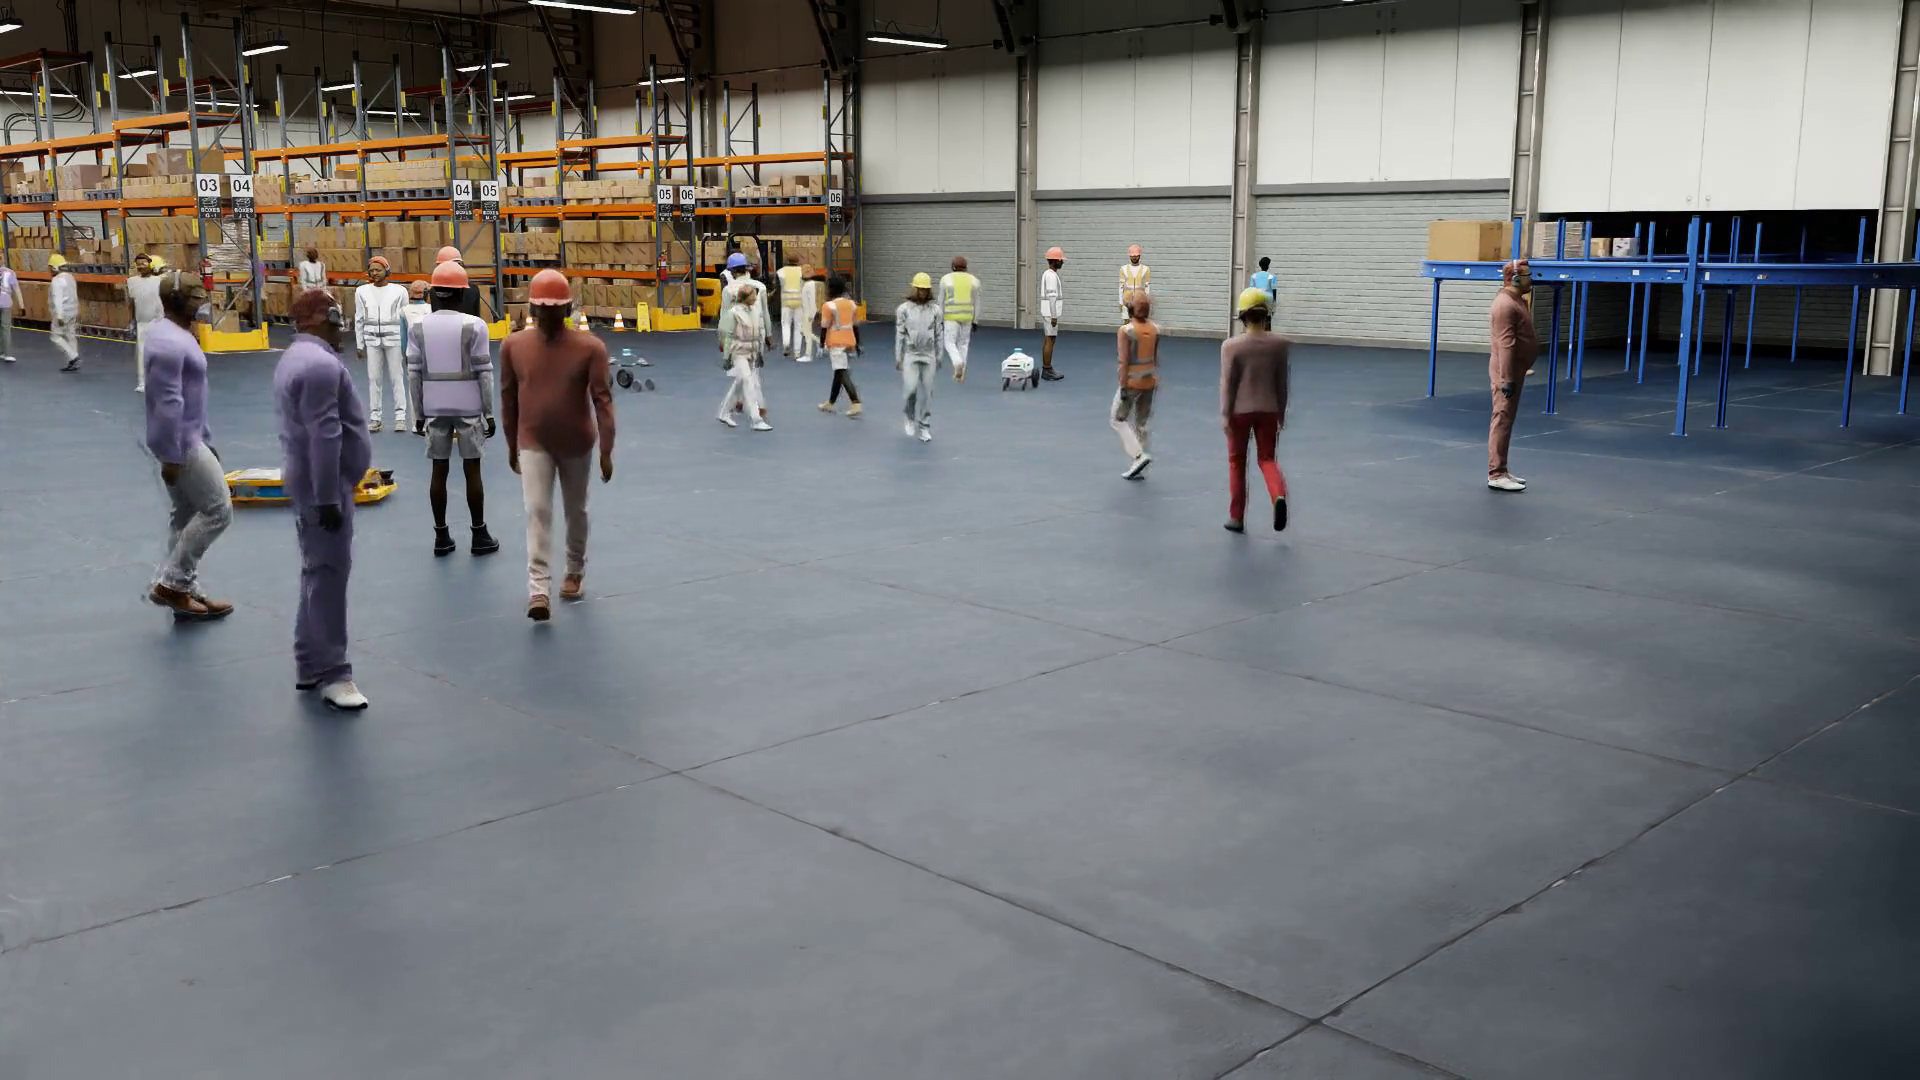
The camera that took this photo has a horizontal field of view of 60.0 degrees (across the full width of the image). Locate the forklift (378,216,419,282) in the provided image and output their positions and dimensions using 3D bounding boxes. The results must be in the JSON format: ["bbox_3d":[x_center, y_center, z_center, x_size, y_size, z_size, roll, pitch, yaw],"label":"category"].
[{"bbox_3d":[-17.868,-9.201,54.028,1.873,2.768,1.129,-10,14,-44],"label":"forklift"}]

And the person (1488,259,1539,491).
[{"bbox_3d":[4.626,-1.386,13.939,0.409,1.913,0.647,4,11,20],"label":"person"}]

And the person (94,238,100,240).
[{"bbox_3d":[-20.617,-6.207,39.864,0.606,2.045,0.389,-2,11,-9],"label":"person"}]

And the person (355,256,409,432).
[{"bbox_3d":[-6.236,-2.116,17.994,0.586,1.882,0.343,-1,10,-5],"label":"person"}]

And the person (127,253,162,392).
[{"bbox_3d":[-11.005,-2.950,22.578,0.521,1.873,0.335,-2,11,-13],"label":"person"}]

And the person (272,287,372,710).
[{"bbox_3d":[-2.870,-0.198,7.580,0.395,1.876,0.742,-6,12,-29],"label":"person"}]

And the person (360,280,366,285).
[{"bbox_3d":[-17.993,-7.866,50.124,0.790,1.603,0.513,3,11,14],"label":"person"}]

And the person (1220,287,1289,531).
[{"bbox_3d":[2.087,-0.903,11.736,0.535,1.751,0.645,-2,11,-12],"label":"person"}]

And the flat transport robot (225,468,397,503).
[{"bbox_3d":[-5.342,-0.441,13.373,1.431,0.197,0.652,-1,11,-5],"label":"flat transport robot"}]

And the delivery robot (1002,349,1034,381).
[{"bbox_3d":[0.811,-2.423,23.155,0.477,0.478,0.707,2,11,12],"label":"delivery robot"}]

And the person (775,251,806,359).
[{"bbox_3d":[-2.864,-4.046,28.658,0.625,1.832,0.468,0,10,-2],"label":"person"}]

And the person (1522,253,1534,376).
[{"bbox_3d":[8.543,-3.435,25.302,0.346,1.843,0.507,-2,11,-11],"label":"person"}]

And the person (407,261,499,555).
[{"bbox_3d":[-3.368,-0.874,11.084,0.556,1.934,0.376,0,10,1],"label":"person"}]

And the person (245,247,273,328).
[{"bbox_3d":[-16.211,-5.830,38.261,1.015,1.883,0.567,10,14,42],"label":"person"}]

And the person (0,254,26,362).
[{"bbox_3d":[-16.162,-3.946,28.015,0.706,1.859,0.947,-4,11,-21],"label":"person"}]

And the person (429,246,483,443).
[{"bbox_3d":[-5.194,-2.011,17.117,0.395,1.993,0.614,7,13,34],"label":"person"}]

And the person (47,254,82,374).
[{"bbox_3d":[-13.774,-3.469,25.551,0.412,1.821,0.591,0,10,-1],"label":"person"}]

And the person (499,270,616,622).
[{"bbox_3d":[-2.253,-0.547,9.339,0.636,1.916,1.135,-1,10,-8],"label":"person"}]

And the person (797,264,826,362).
[{"bbox_3d":[-2.524,-3.814,27.947,0.435,1.621,0.513,-2,11,-13],"label":"person"}]

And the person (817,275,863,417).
[{"bbox_3d":[-1.409,-2.281,19.541,0.889,1.649,0.538,9,14,40],"label":"person"}]

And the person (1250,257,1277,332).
[{"bbox_3d":[5.801,-4.554,31.800,0.542,1.695,0.316,5,12,27],"label":"person"}]

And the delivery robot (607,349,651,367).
[{"bbox_3d":[-4.601,-2.518,22.954,0.698,0.223,0.335,6,12,30],"label":"delivery robot"}]

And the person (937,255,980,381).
[{"bbox_3d":[-0.006,-3.201,24.081,0.630,1.829,0.660,-4,11,-19],"label":"person"}]

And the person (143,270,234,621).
[{"bbox_3d":[-4.217,-0.503,9.087,0.426,1.923,0.642,-5,11,-24],"label":"person"}]

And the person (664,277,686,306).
[{"bbox_3d":[-6.873,-6.162,39.959,0.482,1.919,0.647,10,14,42],"label":"person"}]

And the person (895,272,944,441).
[{"bbox_3d":[-0.409,-1.891,17.185,0.513,1.728,0.391,-3,11,-16],"label":"person"}]

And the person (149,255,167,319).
[{"bbox_3d":[-12.067,-3.352,24.956,0.768,1.804,0.608,-3,11,-15],"label":"person"}]

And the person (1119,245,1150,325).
[{"bbox_3d":[3.063,-4.207,29.251,0.548,1.937,0.358,1,10,5],"label":"person"}]

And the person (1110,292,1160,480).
[{"bbox_3d":[1.523,-1.324,14.379,0.519,1.628,0.382,-8,13,-38],"label":"person"}]

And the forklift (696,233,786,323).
[{"bbox_3d":[-5.496,-6.489,41.108,2.313,2.155,1.214,-10,14,-44],"label":"forklift"}]

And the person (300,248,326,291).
[{"bbox_3d":[-13.606,-5.233,35.130,0.574,1.832,0.960,-9,14,-39],"label":"person"}]

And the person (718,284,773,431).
[{"bbox_3d":[-2.386,-2.013,18.257,0.862,1.592,0.533,6,12,30],"label":"person"}]

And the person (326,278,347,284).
[{"bbox_3d":[-16.478,-6.877,43.878,0.614,1.909,0.431,-8,13,-37],"label":"person"}]

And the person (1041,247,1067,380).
[{"bbox_3d":[1.385,-3.346,24.555,0.368,1.935,0.552,-1,10,-3],"label":"person"}]

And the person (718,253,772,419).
[{"bbox_3d":[-2.569,-2.371,19.342,0.975,1.894,0.620,10,14,44],"label":"person"}]

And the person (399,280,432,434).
[{"bbox_3d":[-5.719,-1.946,17.737,0.514,1.640,0.310,3,11,17],"label":"person"}]

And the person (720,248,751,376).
[{"bbox_3d":[-3.395,-3.456,25.228,0.393,1.914,0.594,7,13,34],"label":"person"}]
